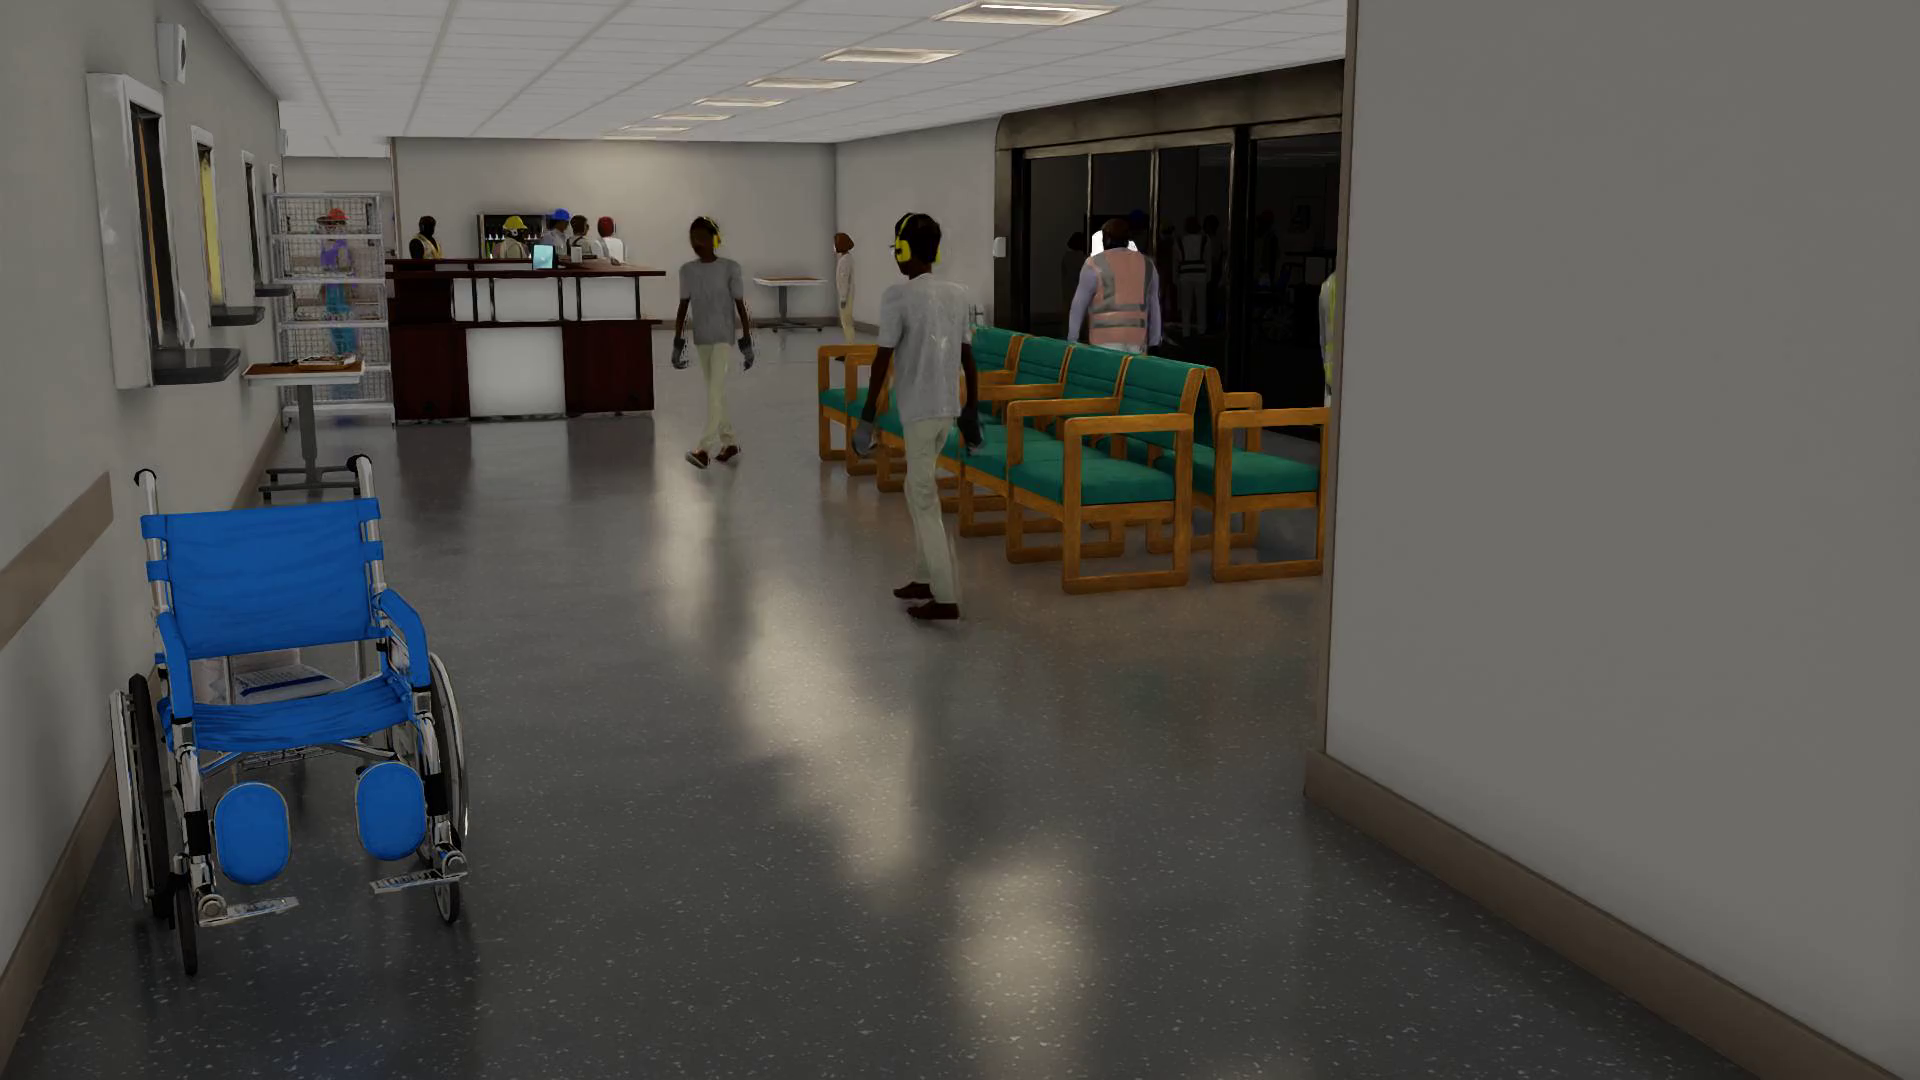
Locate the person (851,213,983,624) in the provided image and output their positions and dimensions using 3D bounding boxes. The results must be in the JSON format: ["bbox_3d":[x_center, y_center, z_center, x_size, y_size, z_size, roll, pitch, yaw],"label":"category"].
[{"bbox_3d":[-0.219,-0.550,7.590,0.677,1.842,0.531,9,14,40],"label":"person"}]

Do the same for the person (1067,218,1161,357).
[{"bbox_3d":[1.134,-1.509,12.579,0.657,1.813,0.744,-6,12,-27],"label":"person"}]

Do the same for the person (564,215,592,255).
[{"bbox_3d":[-4.951,-3.317,21.766,0.508,1.846,0.345,9,14,38],"label":"person"}]

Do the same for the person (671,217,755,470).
[{"bbox_3d":[-1.840,-1.425,12.134,0.542,1.813,1.003,4,12,20],"label":"person"}]

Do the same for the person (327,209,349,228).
[{"bbox_3d":[-9.157,-3.913,24.589,0.366,1.937,0.550,-4,12,-19],"label":"person"}]

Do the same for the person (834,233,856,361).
[{"bbox_3d":[-1.466,-3.088,21.173,0.285,1.627,0.504,0,11,0],"label":"person"}]

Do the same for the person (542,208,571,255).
[{"bbox_3d":[-5.739,-3.824,24.123,0.524,1.933,0.644,4,12,19],"label":"person"}]

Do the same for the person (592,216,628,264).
[{"bbox_3d":[-4.559,-3.306,21.753,0.936,1.831,0.584,9,14,39],"label":"person"}]

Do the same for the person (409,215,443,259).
[{"bbox_3d":[-7.408,-3.597,23.230,0.430,1.839,0.626,2,11,9],"label":"person"}]

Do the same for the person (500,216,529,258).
[{"bbox_3d":[-5.878,-3.369,22.064,0.404,1.835,0.587,-6,12,-27],"label":"person"}]

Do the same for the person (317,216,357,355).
[{"bbox_3d":[-7.747,-3.107,20.734,0.410,1.833,0.654,-8,14,-37],"label":"person"}]

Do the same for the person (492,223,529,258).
[{"bbox_3d":[-6.519,-3.753,24.210,0.534,1.767,0.318,-2,11,-11],"label":"person"}]

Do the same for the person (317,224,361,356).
[{"bbox_3d":[-8.162,-3.233,21.610,0.735,1.741,0.537,-8,14,-36],"label":"person"}]
